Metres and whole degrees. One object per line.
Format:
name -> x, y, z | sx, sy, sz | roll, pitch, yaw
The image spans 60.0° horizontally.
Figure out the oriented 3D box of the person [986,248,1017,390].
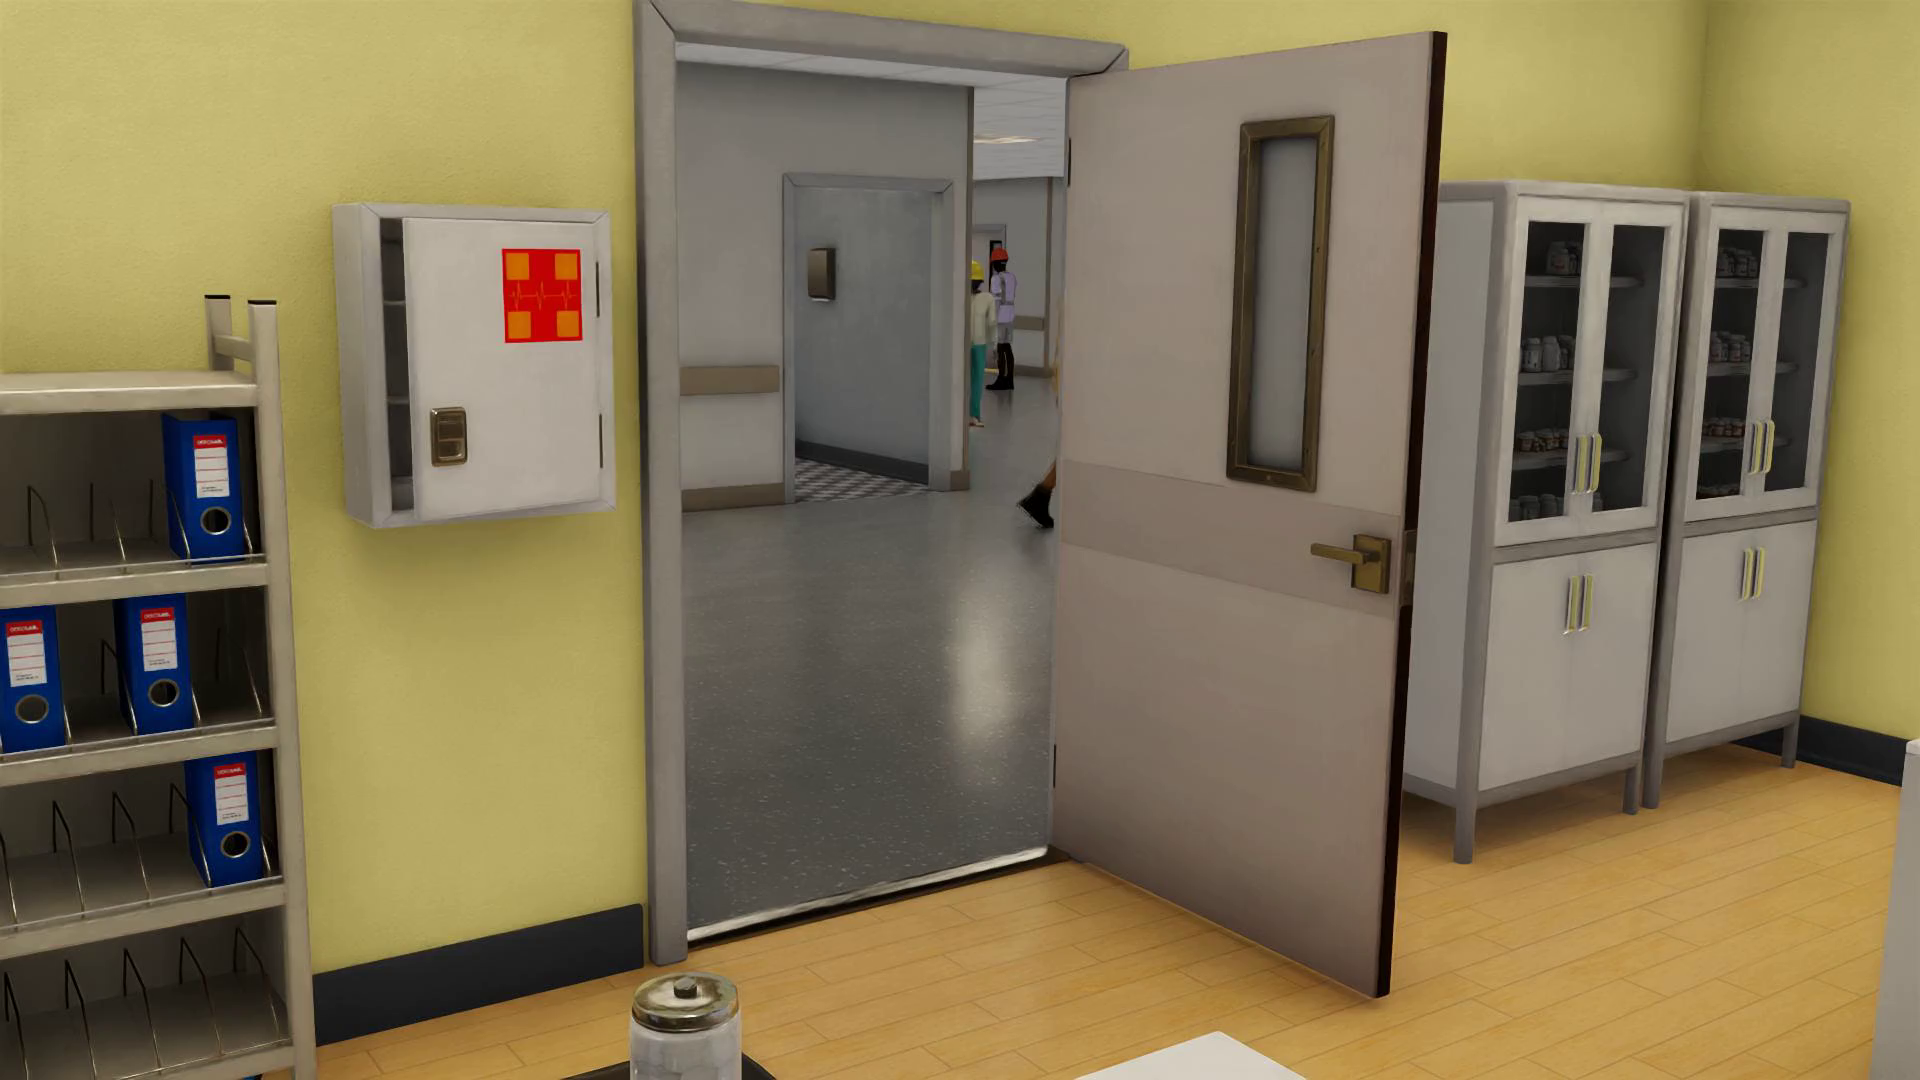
person -> 0.546, -3.015, 22.737 | 0.373, 1.933, 0.550 | 7, 11, 31
